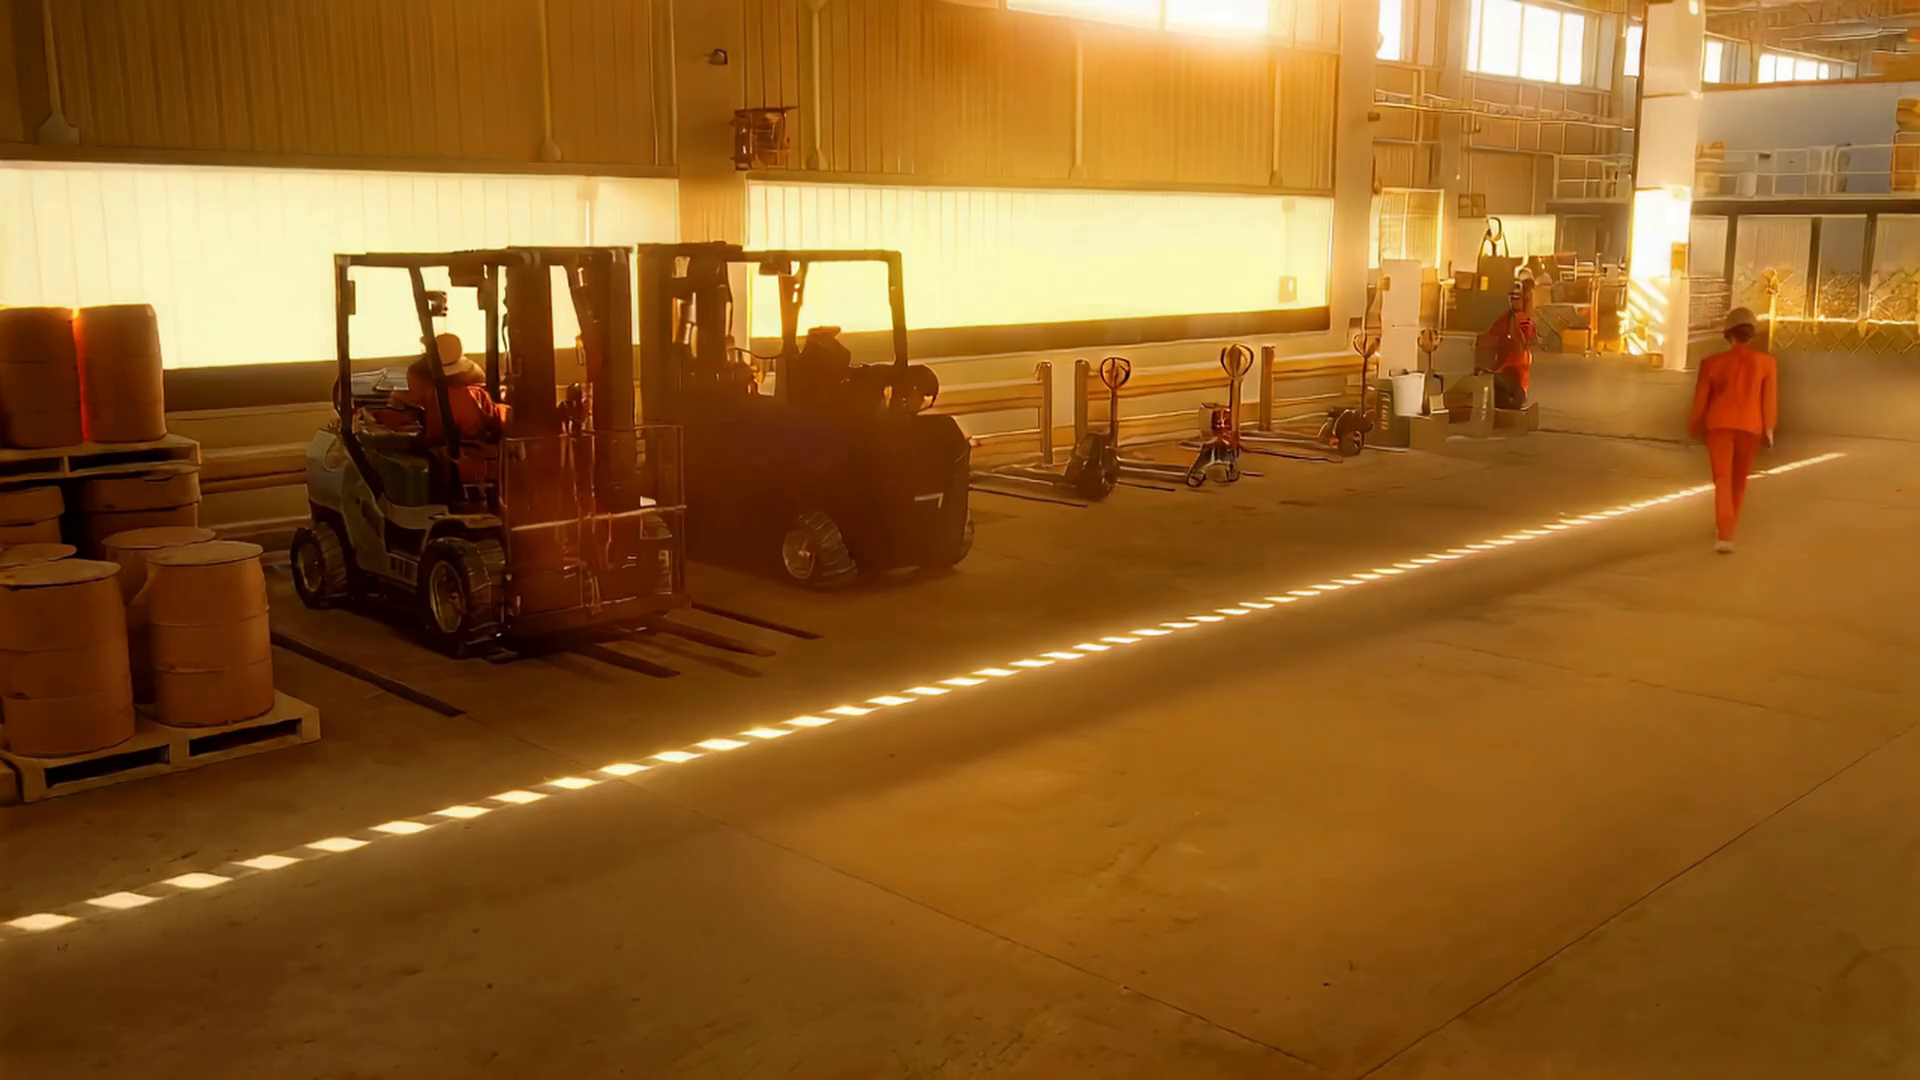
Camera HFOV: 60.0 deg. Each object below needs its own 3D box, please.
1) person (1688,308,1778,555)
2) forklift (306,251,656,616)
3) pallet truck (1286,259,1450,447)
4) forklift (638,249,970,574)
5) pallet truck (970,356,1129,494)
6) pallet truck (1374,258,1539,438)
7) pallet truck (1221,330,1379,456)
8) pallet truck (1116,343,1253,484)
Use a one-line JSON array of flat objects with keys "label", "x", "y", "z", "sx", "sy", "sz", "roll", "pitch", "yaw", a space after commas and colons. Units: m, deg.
[{"label": "person", "x": 5.525, "y": -0.791, "z": 11.941, "sx": 0.546, "sy": 1.719, "sz": 0.919, "roll": 2, "pitch": 11, "yaw": 9}, {"label": "forklift", "x": -2.833, "y": -0.669, "z": 9.694, "sx": 1.157, "sy": 1.987, "sz": 2.680, "roll": -10, "pitch": 14, "yaw": -44}, {"label": "pallet truck", "x": 4.493, "y": -2.078, "z": 18.196, "sx": 0.823, "sy": 1.965, "sz": 1.885, "roll": -9, "pitch": 14, "yaw": -40}, {"label": "forklift", "x": -1.173, "y": -0.958, "z": 11.239, "sx": 2.680, "sy": 1.987, "sz": 1.157, "roll": 10, "pitch": 14, "yaw": 43}, {"label": "pallet truck", "x": 0.784, "y": -1.085, "z": 14.876, "sx": 0.680, "sy": 1.201, "sz": 1.601, "roll": -10, "pitch": 14, "yaw": -44}, {"label": "pallet truck", "x": 5.704, "y": -2.208, "z": 18.901, "sx": 1.885, "sy": 1.965, "sz": 0.823, "roll": 10, "pitch": 14, "yaw": 43}, {"label": "pallet truck", "x": 3.563, "y": -1.581, "z": 17.381, "sx": 0.653, "sy": 1.274, "sz": 1.630, "roll": -10, "pitch": 14, "yaw": -44}, {"label": "pallet truck", "x": 1.962, "y": -1.215, "z": 15.415, "sx": 1.522, "sy": 1.261, "sz": 0.704, "roll": 10, "pitch": 14, "yaw": 43}]
